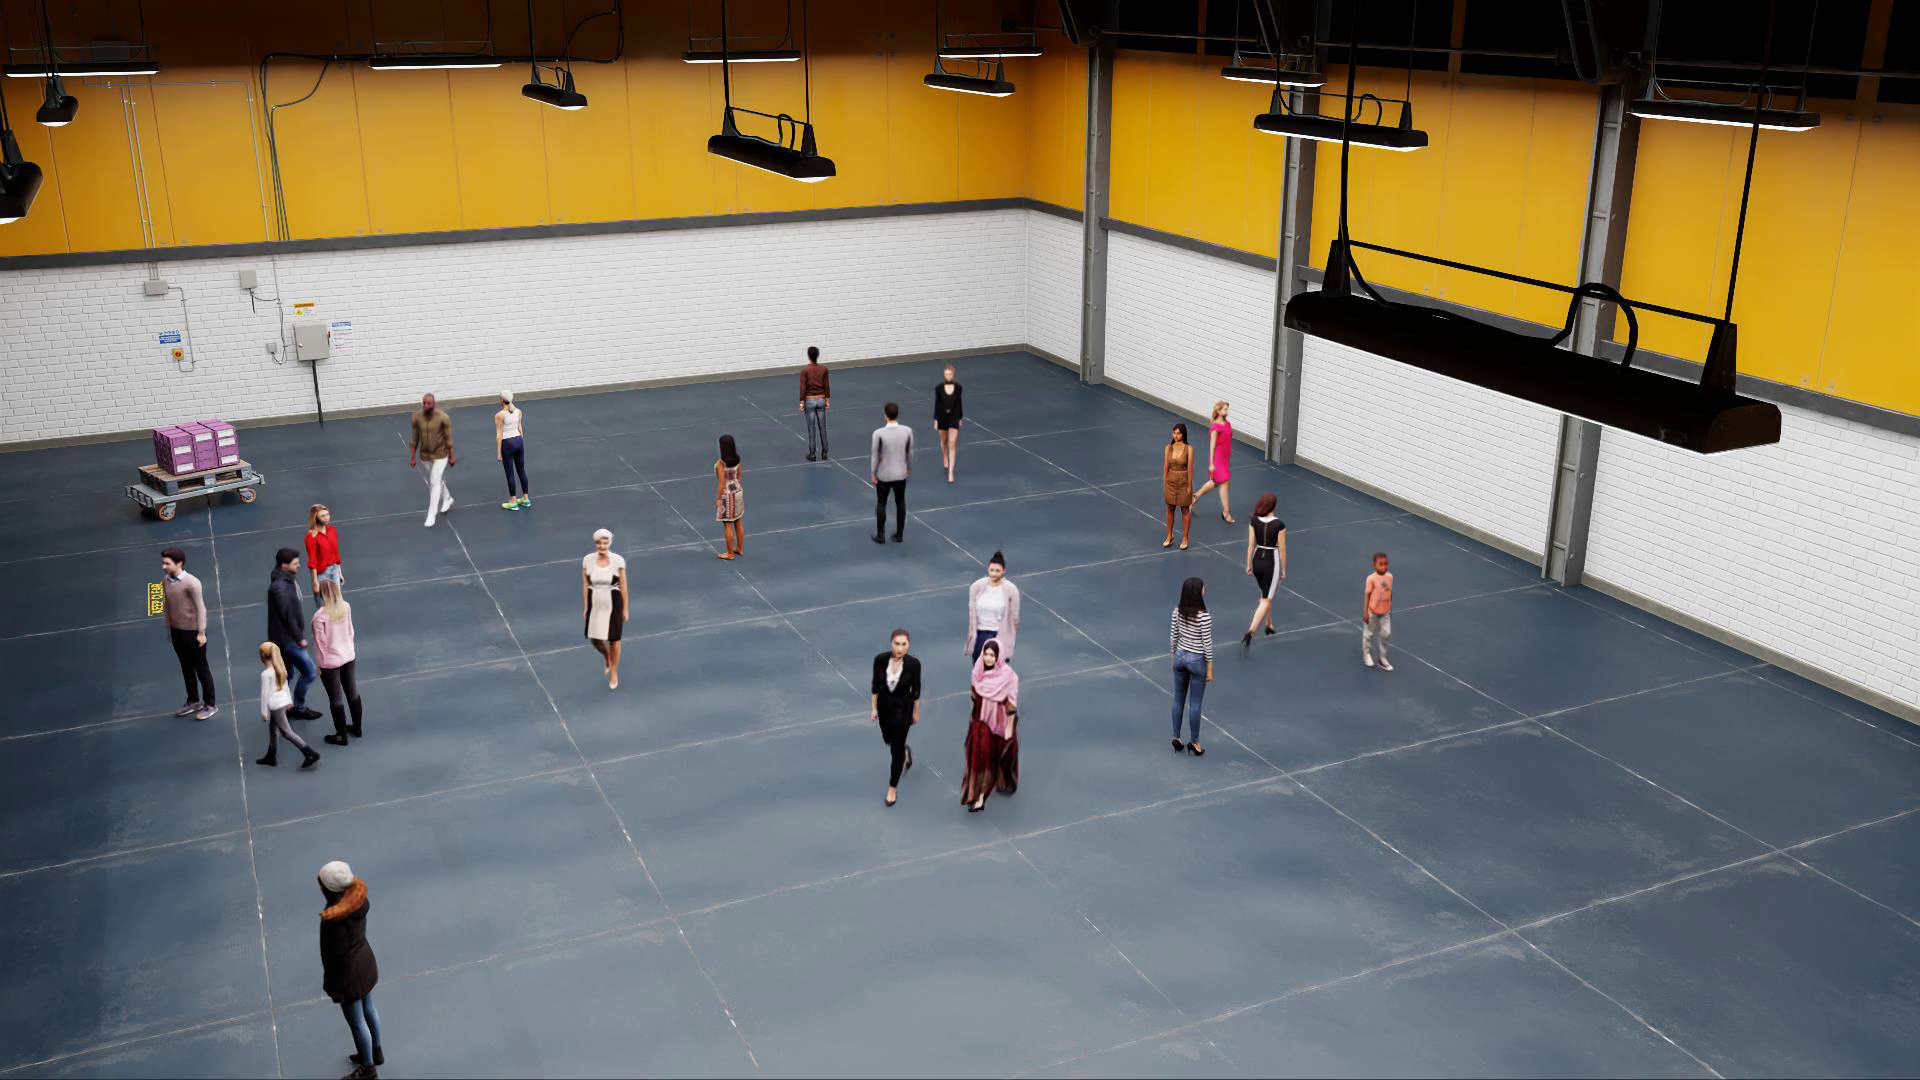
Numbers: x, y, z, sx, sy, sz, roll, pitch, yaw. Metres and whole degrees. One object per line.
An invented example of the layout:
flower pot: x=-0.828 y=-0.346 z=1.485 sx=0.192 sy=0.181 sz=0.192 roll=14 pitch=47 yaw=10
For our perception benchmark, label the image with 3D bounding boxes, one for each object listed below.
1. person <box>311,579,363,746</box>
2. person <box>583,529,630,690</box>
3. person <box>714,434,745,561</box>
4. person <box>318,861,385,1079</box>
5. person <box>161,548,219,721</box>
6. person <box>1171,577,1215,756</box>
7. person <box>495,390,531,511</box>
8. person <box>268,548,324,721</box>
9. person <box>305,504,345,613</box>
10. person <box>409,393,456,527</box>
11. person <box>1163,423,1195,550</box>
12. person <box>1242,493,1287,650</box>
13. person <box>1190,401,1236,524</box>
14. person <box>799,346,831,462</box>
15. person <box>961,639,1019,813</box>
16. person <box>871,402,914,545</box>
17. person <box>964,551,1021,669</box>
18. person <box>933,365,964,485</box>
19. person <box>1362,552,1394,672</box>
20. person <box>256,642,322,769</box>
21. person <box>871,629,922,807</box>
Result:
person: x=-6.064 y=1.168 z=16.201 sx=0.722 sy=1.689 sz=0.686 roll=10 pitch=21 yaw=26
person: x=-3.714 y=0.701 z=17.504 sx=0.801 sy=1.742 sz=0.884 roll=0 pitch=19 yaw=0
person: x=-2.965 y=-0.568 z=21.425 sx=0.736 sy=1.645 sz=0.724 roll=10 pitch=21 yaw=28
person: x=-4.091 y=2.887 z=11.180 sx=0.782 sy=1.635 sz=0.670 roll=-1 pitch=19 yaw=-2
person: x=-7.780 y=0.921 z=16.750 sx=0.692 sy=1.807 sz=0.757 roll=7 pitch=20 yaw=20
person: x=2.201 y=1.209 z=15.913 sx=0.563 sy=1.796 sz=0.712 roll=16 pitch=24 yaw=39
person: x=-6.314 y=-1.283 z=23.465 sx=0.692 sy=1.699 sz=0.679 roll=13 pitch=23 yaw=34
person: x=-6.721 y=0.986 z=16.471 sx=0.785 sy=1.863 sz=0.648 roll=-9 pitch=21 yaw=-26
person: x=-7.028 y=0.411 z=18.427 sx=0.730 sy=1.703 sz=0.683 roll=7 pitch=20 yaw=21
person: x=-7.231 y=-1.158 z=22.967 sx=1.150 sy=1.779 sz=1.334 roll=3 pitch=19 yaw=8
person: x=2.866 y=-0.713 z=21.789 sx=0.611 sy=1.688 sz=0.691 roll=9 pitch=21 yaw=26
person: x=3.366 y=0.380 z=18.427 sx=1.132 sy=1.762 sz=1.028 roll=13 pitch=22 yaw=33
person: x=3.496 y=-1.089 z=22.894 sx=1.080 sy=1.696 sz=0.912 roll=12 pitch=22 yaw=31
person: x=-2.247 y=-2.123 z=25.833 sx=0.648 sy=1.779 sz=0.489 roll=-8 pitch=20 yaw=-24
person: x=0.335 y=1.614 z=14.999 sx=1.092 sy=1.611 sz=1.147 roll=7 pitch=20 yaw=20
person: x=-0.868 y=-0.875 z=21.905 sx=0.768 sy=1.921 sz=0.688 roll=-7 pitch=20 yaw=-20
person: x=0.357 y=0.923 z=16.870 sx=0.968 sy=1.727 sz=1.031 roll=6 pitch=19 yaw=16
person: x=-0.177 y=-1.757 z=24.852 sx=0.928 sy=1.711 sz=1.220 roll=0 pitch=19 yaw=0
person: x=4.512 y=0.736 z=18.096 sx=0.601 sy=1.297 sz=0.737 roll=-3 pitch=19 yaw=-10
person: x=-6.354 y=1.577 z=15.659 sx=0.836 sy=1.260 sz=0.886 roll=1 pitch=19 yaw=3
person: x=-0.569 y=1.550 z=15.166 sx=1.007 sy=1.626 sz=1.122 roll=5 pitch=19 yaw=15
